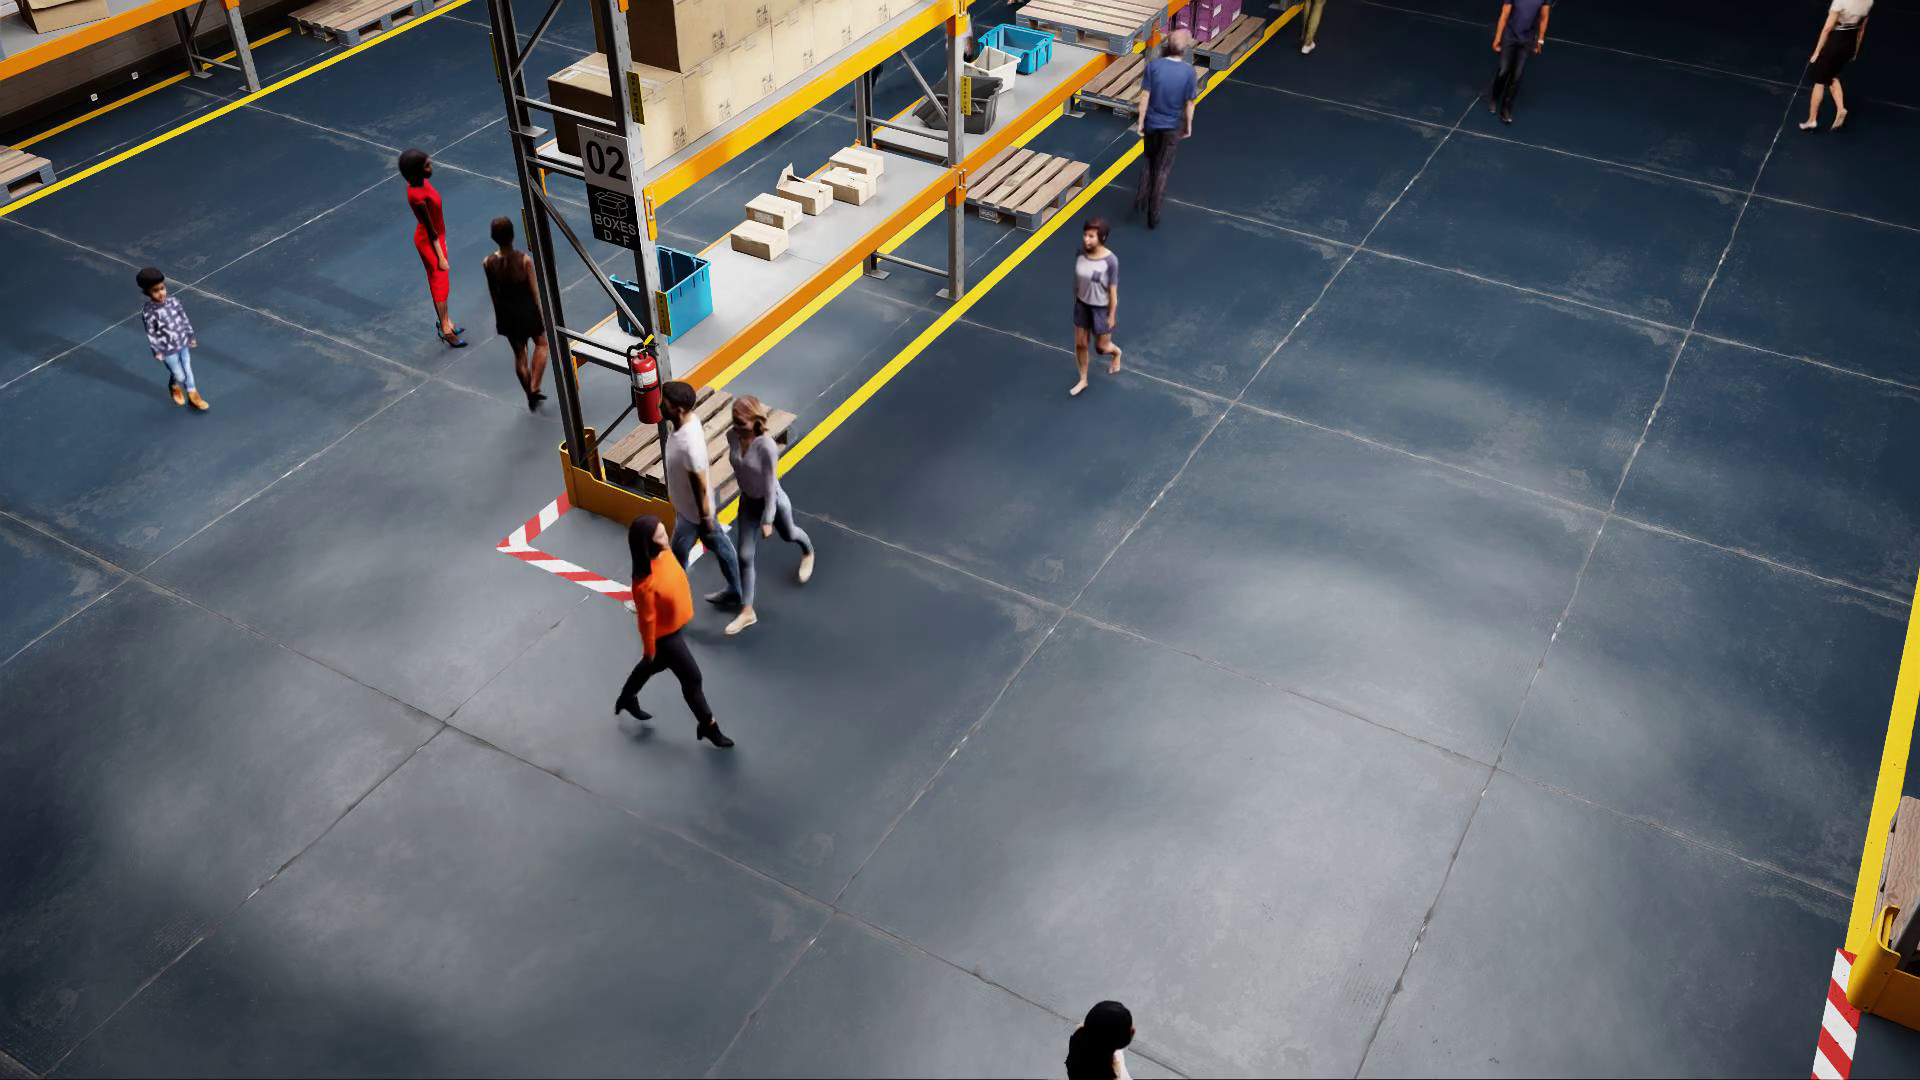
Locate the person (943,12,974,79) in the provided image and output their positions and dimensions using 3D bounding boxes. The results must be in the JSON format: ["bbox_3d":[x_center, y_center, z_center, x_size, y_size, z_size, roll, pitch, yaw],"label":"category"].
[{"bbox_3d":[-0.041,-5.316,17.852,0.571,1.246,0.782,29,47,31],"label":"person"}]

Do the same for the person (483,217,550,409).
[{"bbox_3d":[-3.469,-1.718,13.012,0.703,1.664,0.754,3,39,3],"label":"person"}]

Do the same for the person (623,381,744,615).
[{"bbox_3d":[-1.675,-0.247,11.043,1.132,1.823,1.140,-4,39,-5],"label":"person"}]

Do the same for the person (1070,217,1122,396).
[{"bbox_3d":[1.123,-1.901,13.332,0.627,1.550,0.798,26,46,29],"label":"person"}]

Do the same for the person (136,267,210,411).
[{"bbox_3d":[-6.286,-1.594,13.192,0.568,1.245,0.531,22,44,25],"label":"person"}]

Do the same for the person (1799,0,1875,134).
[{"bbox_3d":[9.027,-4.963,17.011,0.908,1.744,0.965,-11,40,-13],"label":"person"}]

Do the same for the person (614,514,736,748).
[{"bbox_3d":[-1.885,0.542,10.128,0.960,1.732,1.059,3,39,4],"label":"person"}]

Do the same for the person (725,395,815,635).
[{"bbox_3d":[-1.256,-0.270,11.131,0.678,1.748,1.212,22,44,26],"label":"person"}]

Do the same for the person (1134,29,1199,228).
[{"bbox_3d":[1.863,-3.801,15.487,0.758,1.831,0.809,4,39,5],"label":"person"}]

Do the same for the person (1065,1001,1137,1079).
[{"bbox_3d":[0.523,2.661,7.453,0.903,1.759,0.840,-11,40,-13],"label":"person"}]

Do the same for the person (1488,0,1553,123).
[{"bbox_3d":[5.812,-5.258,17.353,0.781,1.779,0.805,3,39,4],"label":"person"}]

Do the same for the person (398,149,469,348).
[{"bbox_3d":[-4.388,-2.429,13.836,0.689,1.746,0.632,-10,40,-12],"label":"person"}]
